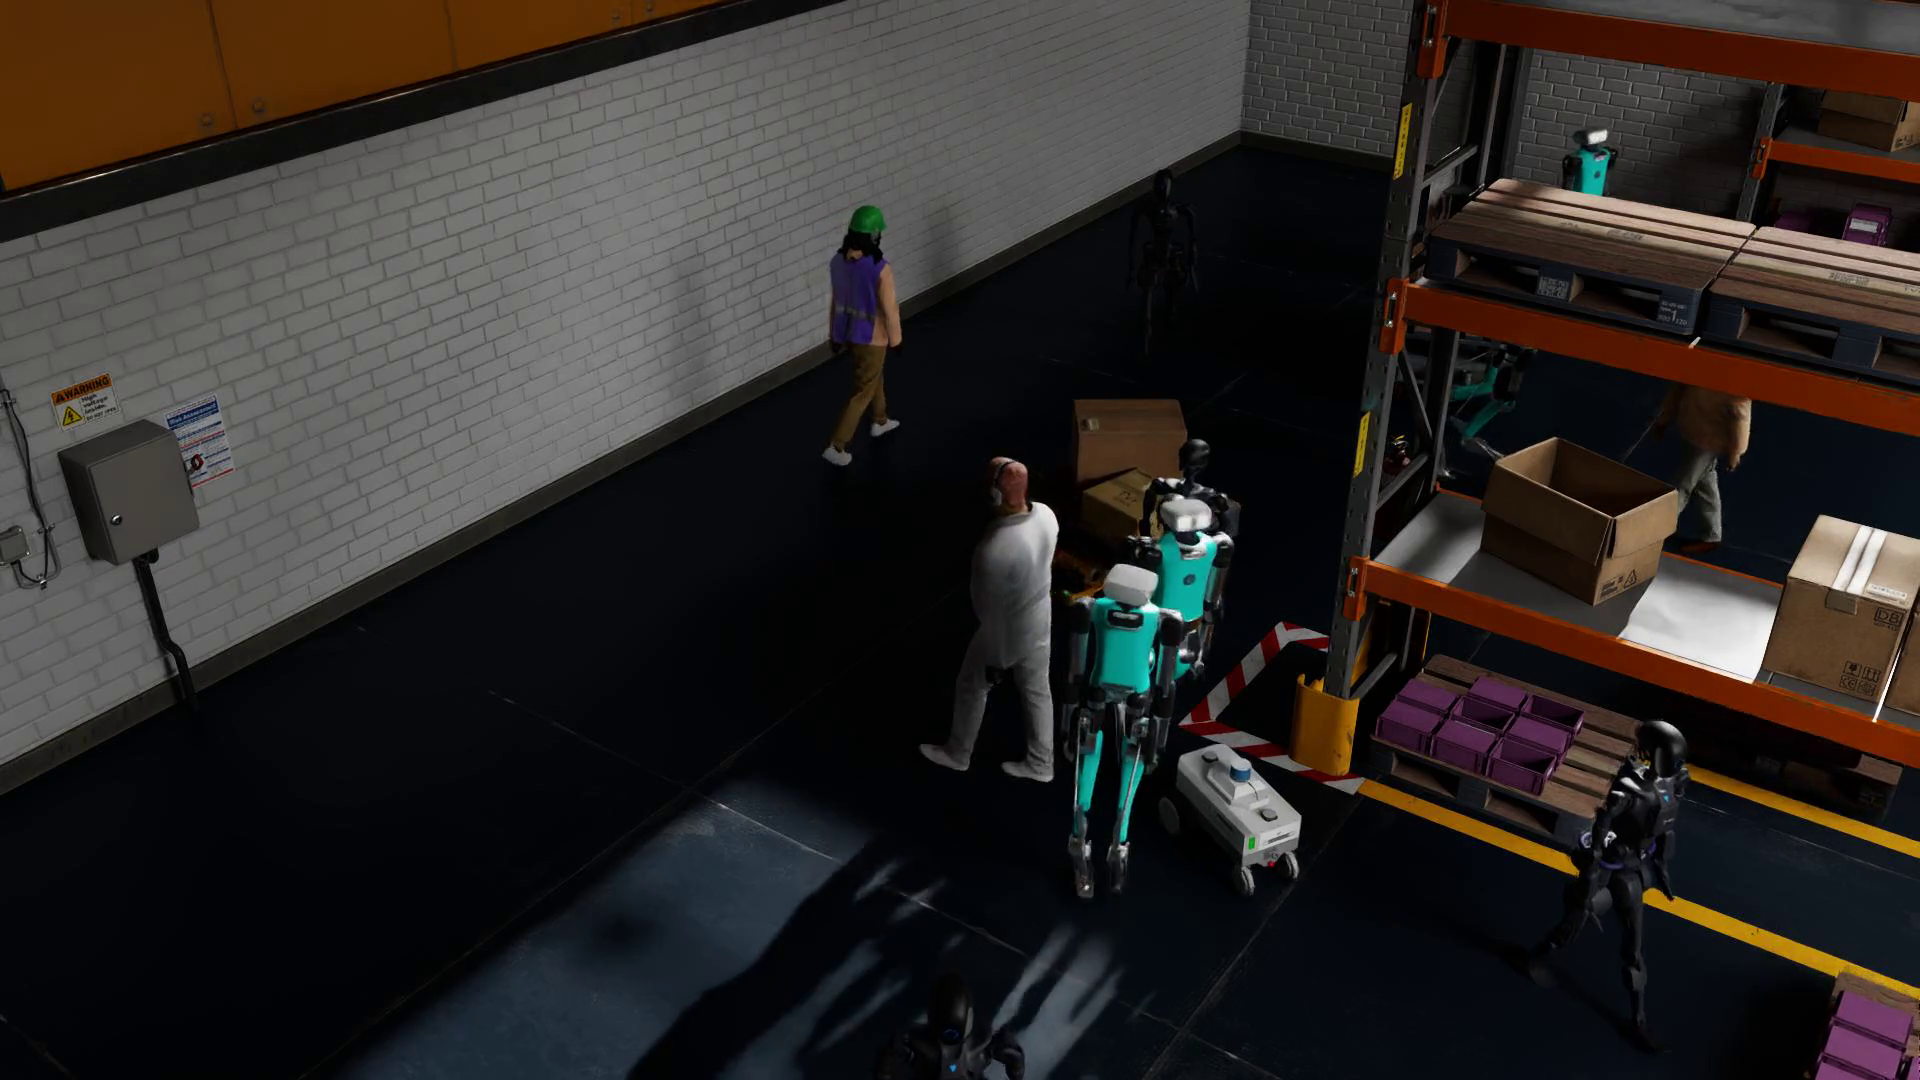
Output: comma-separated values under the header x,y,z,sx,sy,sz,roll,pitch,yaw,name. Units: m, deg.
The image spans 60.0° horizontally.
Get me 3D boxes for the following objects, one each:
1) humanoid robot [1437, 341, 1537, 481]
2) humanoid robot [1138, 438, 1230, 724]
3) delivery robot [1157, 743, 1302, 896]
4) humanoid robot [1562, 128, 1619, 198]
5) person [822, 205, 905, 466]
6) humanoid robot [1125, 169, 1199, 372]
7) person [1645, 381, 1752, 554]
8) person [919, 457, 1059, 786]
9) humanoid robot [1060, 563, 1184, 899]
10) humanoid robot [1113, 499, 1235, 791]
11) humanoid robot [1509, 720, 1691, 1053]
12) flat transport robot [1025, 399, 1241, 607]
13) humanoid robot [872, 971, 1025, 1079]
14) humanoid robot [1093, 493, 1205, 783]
x,y,z,sx,sy,sz,roll,pitch,yaw,name
3.613,-1.129,11.538,0.976,1.726,0.531,3,30,5,humanoid robot
1.211,0.214,9.315,0.585,1.622,0.752,16,34,26,humanoid robot
1.383,1.365,8.405,0.499,0.614,0.814,-14,33,-23,delivery robot
5.120,-2.708,14.339,0.560,1.839,0.801,-13,33,-22,humanoid robot
-0.721,-1.473,11.993,0.535,1.895,0.943,25,38,36,person
1.657,-2.223,13.547,0.612,1.631,0.793,5,30,9,humanoid robot
4.665,-0.681,10.655,0.971,1.822,0.595,-5,30,-8,person
0.171,0.424,8.693,0.825,1.878,0.660,20,35,30,person
0.705,1.027,7.792,0.541,1.791,0.694,6,31,10,humanoid robot
1.001,0.539,8.706,0.564,1.851,0.708,-10,32,-17,humanoid robot
2.834,1.441,7.180,0.591,1.625,0.807,-16,34,-26,humanoid robot
1.022,0.004,11.033,1.431,0.231,0.659,-23,37,-34,flat transport robot
-0.046,2.139,5.925,0.589,1.649,0.325,-3,30,-6,humanoid robot
1.005,0.515,8.740,0.609,1.637,0.368,8,31,13,humanoid robot
